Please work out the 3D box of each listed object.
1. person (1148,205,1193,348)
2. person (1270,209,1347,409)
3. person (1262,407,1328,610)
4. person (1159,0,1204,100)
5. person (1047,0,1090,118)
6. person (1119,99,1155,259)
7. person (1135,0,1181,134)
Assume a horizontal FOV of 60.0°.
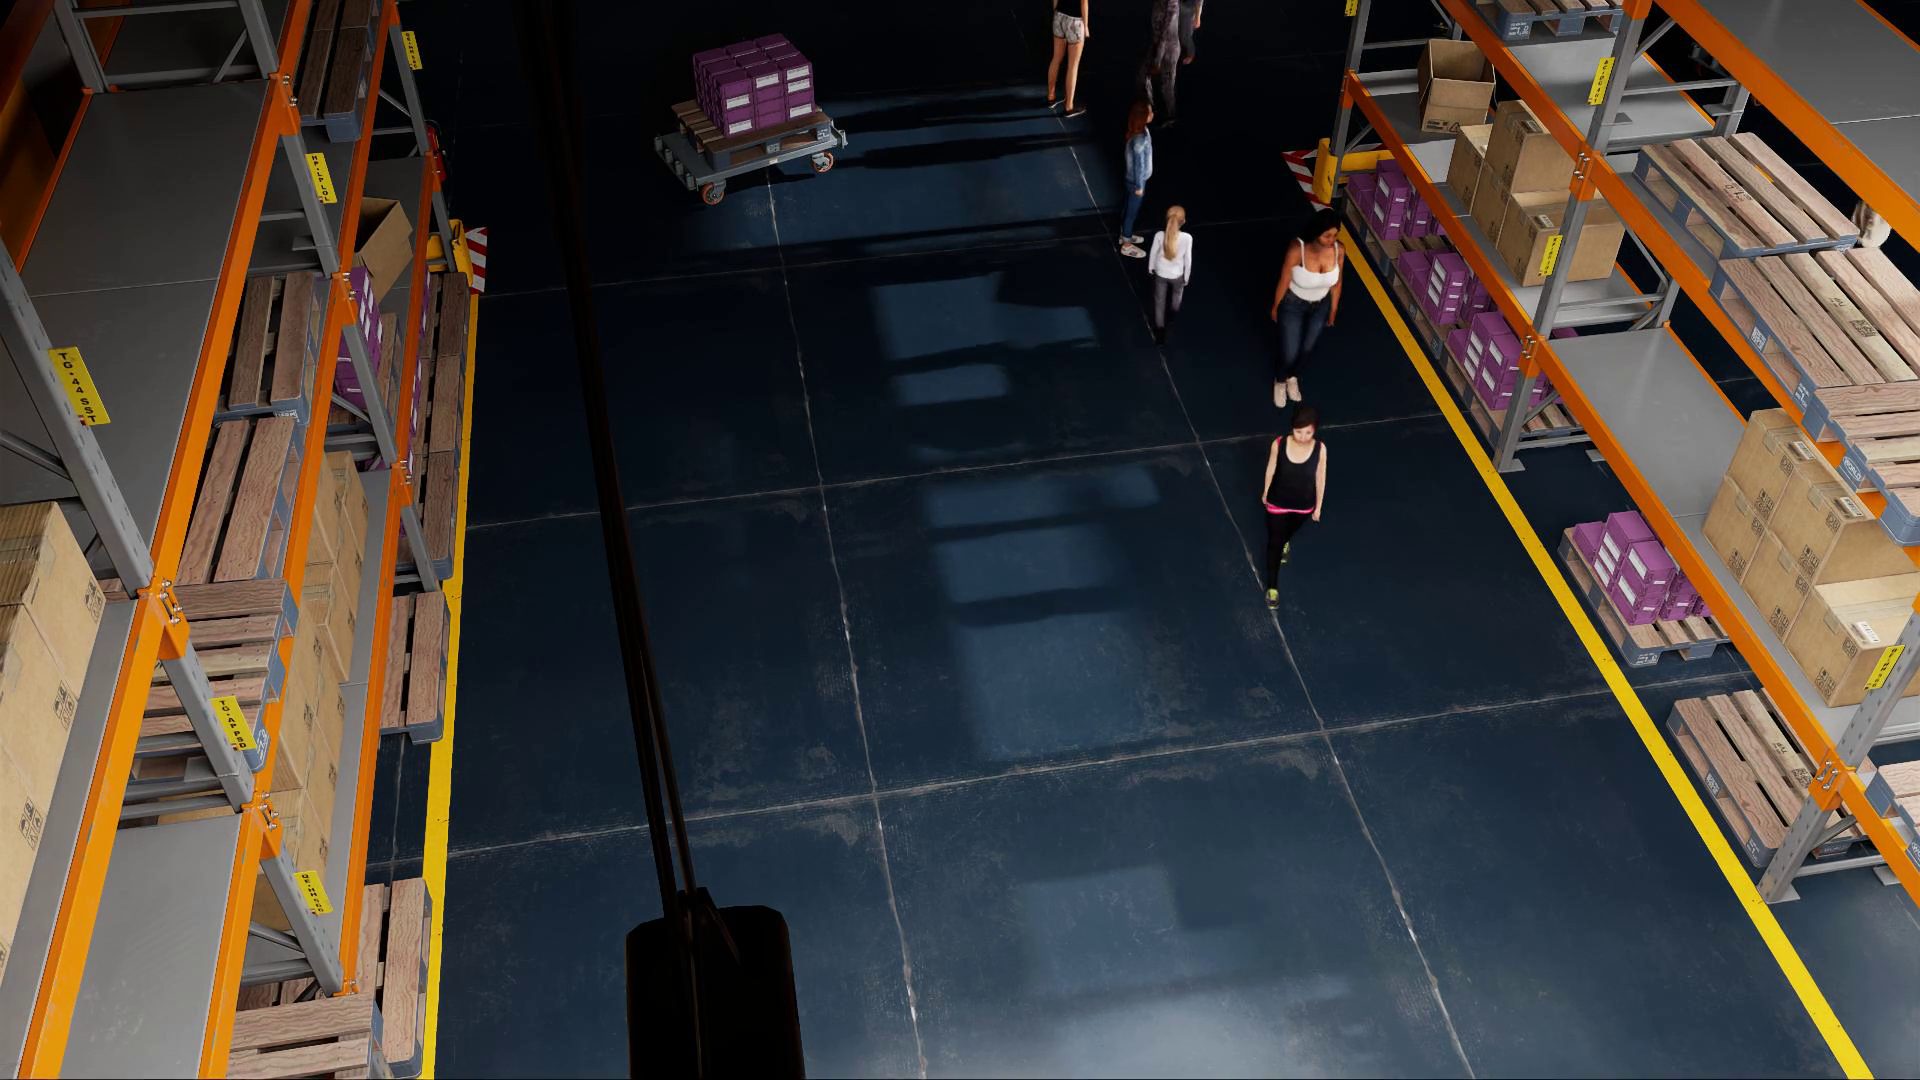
[{"bbox_3d":[1.712,-2.147,13.675,0.657,1.262,0.832,6,44,6],"label":"person"},{"bbox_3d":[2.662,-1.873,13.003,0.657,1.792,0.640,-6,44,-6],"label":"person"},{"bbox_3d":[2.324,-0.341,11.601,0.764,1.509,1.077,5,44,5],"label":"person"},{"bbox_3d":[2.240,-5.335,16.753,1.024,1.632,1.156,23,48,22],"label":"person"},{"bbox_3d":[1.064,-5.097,16.352,0.731,1.841,0.634,-32,52,-29],"label":"person"},{"bbox_3d":[1.543,-3.197,14.621,0.658,1.477,0.496,2,44,2],"label":"person"},{"bbox_3d":[2.061,-4.693,16.030,0.683,1.700,0.627,-1,44,-1],"label":"person"}]
